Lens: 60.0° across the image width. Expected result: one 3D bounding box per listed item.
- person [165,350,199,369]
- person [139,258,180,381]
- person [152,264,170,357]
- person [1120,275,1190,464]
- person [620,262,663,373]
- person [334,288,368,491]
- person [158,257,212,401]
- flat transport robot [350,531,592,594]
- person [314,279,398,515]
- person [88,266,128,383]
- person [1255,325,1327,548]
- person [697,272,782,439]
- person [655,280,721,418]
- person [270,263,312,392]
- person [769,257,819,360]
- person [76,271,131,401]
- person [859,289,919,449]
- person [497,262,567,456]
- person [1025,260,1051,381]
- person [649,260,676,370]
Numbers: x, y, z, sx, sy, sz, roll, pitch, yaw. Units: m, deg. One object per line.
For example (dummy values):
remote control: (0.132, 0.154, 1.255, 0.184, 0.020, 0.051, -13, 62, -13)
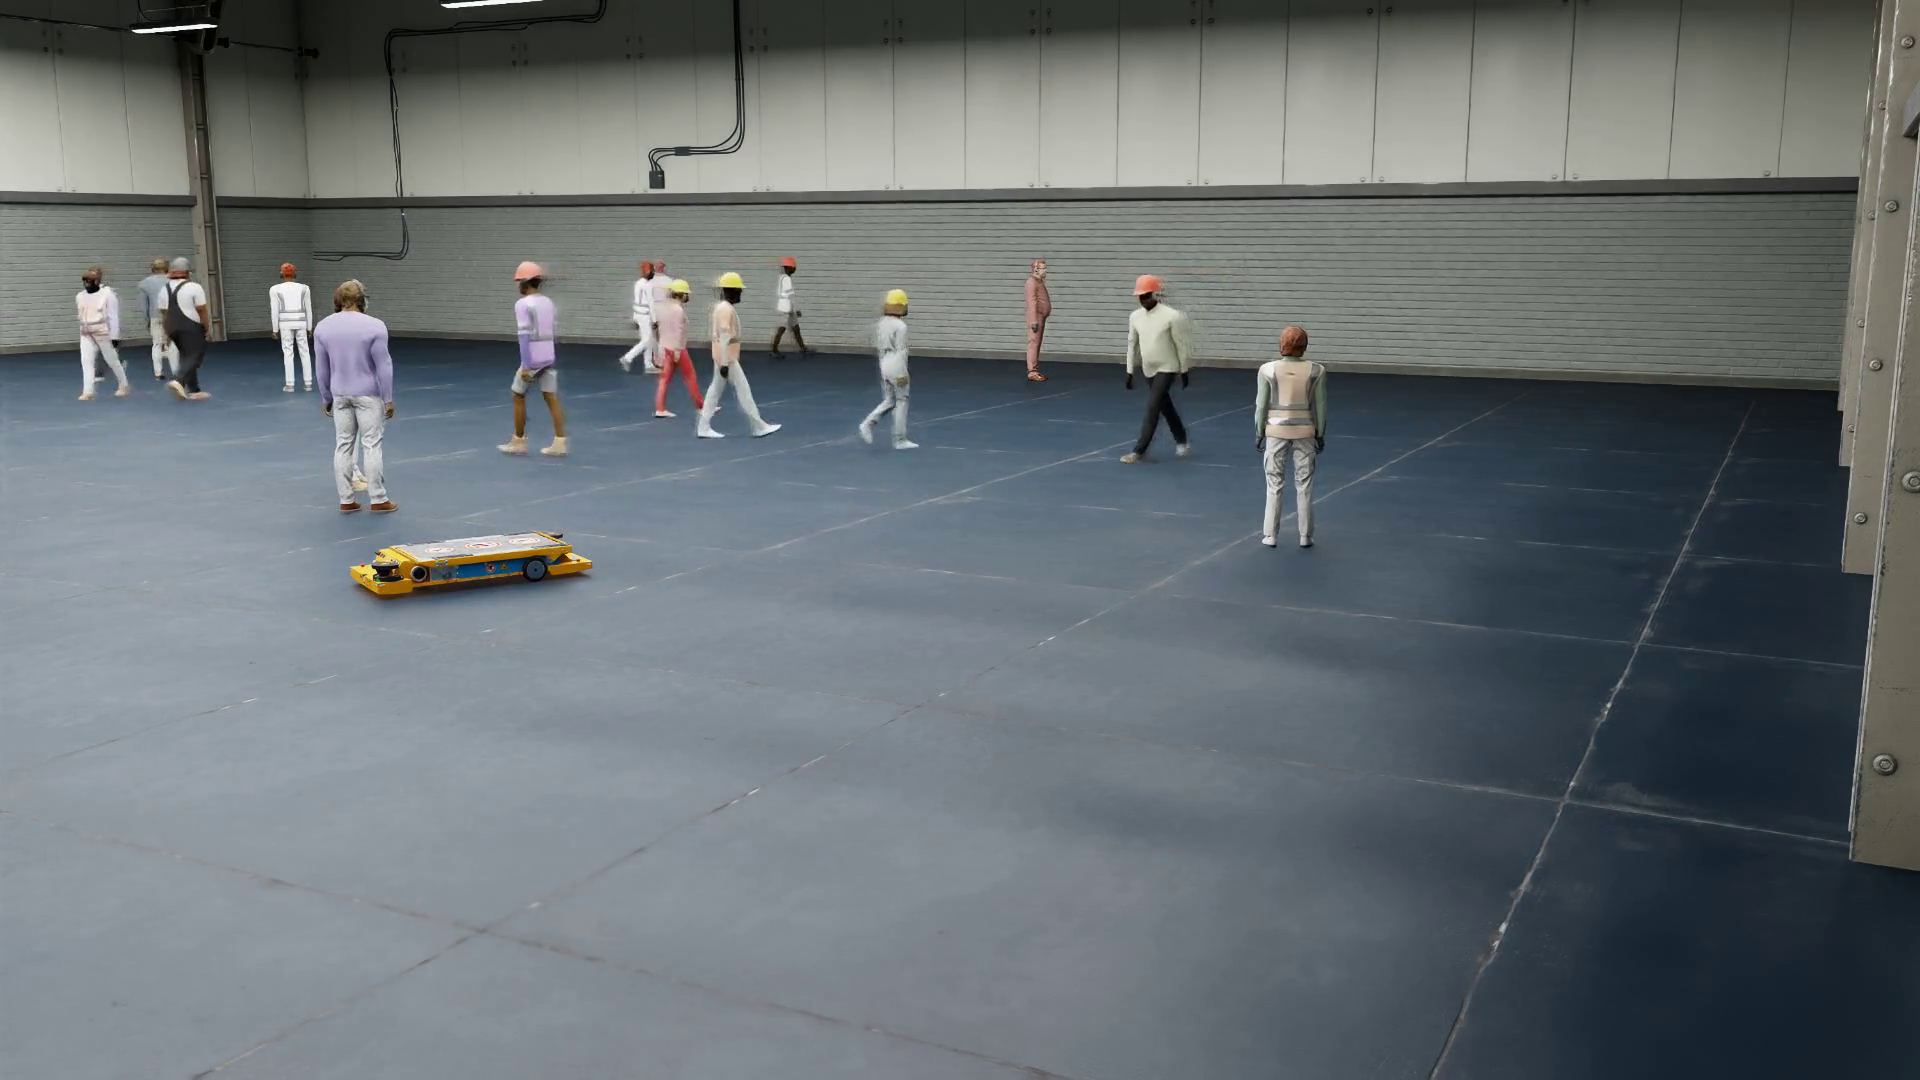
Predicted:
person: (-13.336, -3.741, 28.395, 0.545, 1.684, 0.545, 8, 13, 39)
person: (-12.612, -3.485, 26.336, 0.631, 1.938, 0.356, -1, 10, -4)
person: (-15.075, -4.364, 31.443, 0.518, 1.816, 0.647, -6, 12, -31)
person: (2.047, -1.753, 17.001, 1.096, 1.912, 0.624, -9, 14, -42)
person: (-5.301, -3.663, 27.510, 0.684, 1.863, 0.590, -5, 11, -25)
person: (-5.498, -1.359, 15.029, 0.428, 1.836, 0.627, -3, 11, -17)
person: (-10.809, -2.937, 23.058, 0.700, 2.000, 0.855, 4, 11, 19)
flat transport robot: (-3.263, 0.136, 11.129, 1.431, 0.197, 0.652, -7, 13, -34)
person: (-4.965, -1.167, 13.692, 0.633, 1.936, 0.355, 1, 10, 7)
person: (-13.495, -3.405, 26.222, 0.511, 1.825, 0.775, 4, 11, 21)
person: (2.430, -0.753, 12.243, 0.524, 1.639, 0.308, 1, 10, 7)
person: (-2.545, -2.072, 18.786, 0.974, 1.870, 0.609, -2, 11, -13)
person: (-3.473, -2.403, 20.986, 0.871, 1.724, 0.536, -5, 12, -25)
person: (-9.840, -3.125, 24.516, 0.574, 1.883, 0.360, -7, 12, -33)
person: (-3.109, -4.274, 30.774, 0.947, 1.889, 0.556, -1, 10, -5)
person: (-12.126, -2.892, 23.463, 0.631, 1.806, 0.917, 1, 10, 8)
person: (-0.750, -1.821, 17.830, 0.572, 1.725, 0.496, -6, 12, -32)
person: (-4.491, -1.868, 17.315, 0.893, 2.005, 0.636, 4, 11, 22)
person: (1.238, -3.470, 26.330, 0.407, 1.910, 0.639, 2, 11, 11)
person: (-5.125, -3.858, 28.574, 0.665, 1.853, 0.987, -1, 10, -3)
